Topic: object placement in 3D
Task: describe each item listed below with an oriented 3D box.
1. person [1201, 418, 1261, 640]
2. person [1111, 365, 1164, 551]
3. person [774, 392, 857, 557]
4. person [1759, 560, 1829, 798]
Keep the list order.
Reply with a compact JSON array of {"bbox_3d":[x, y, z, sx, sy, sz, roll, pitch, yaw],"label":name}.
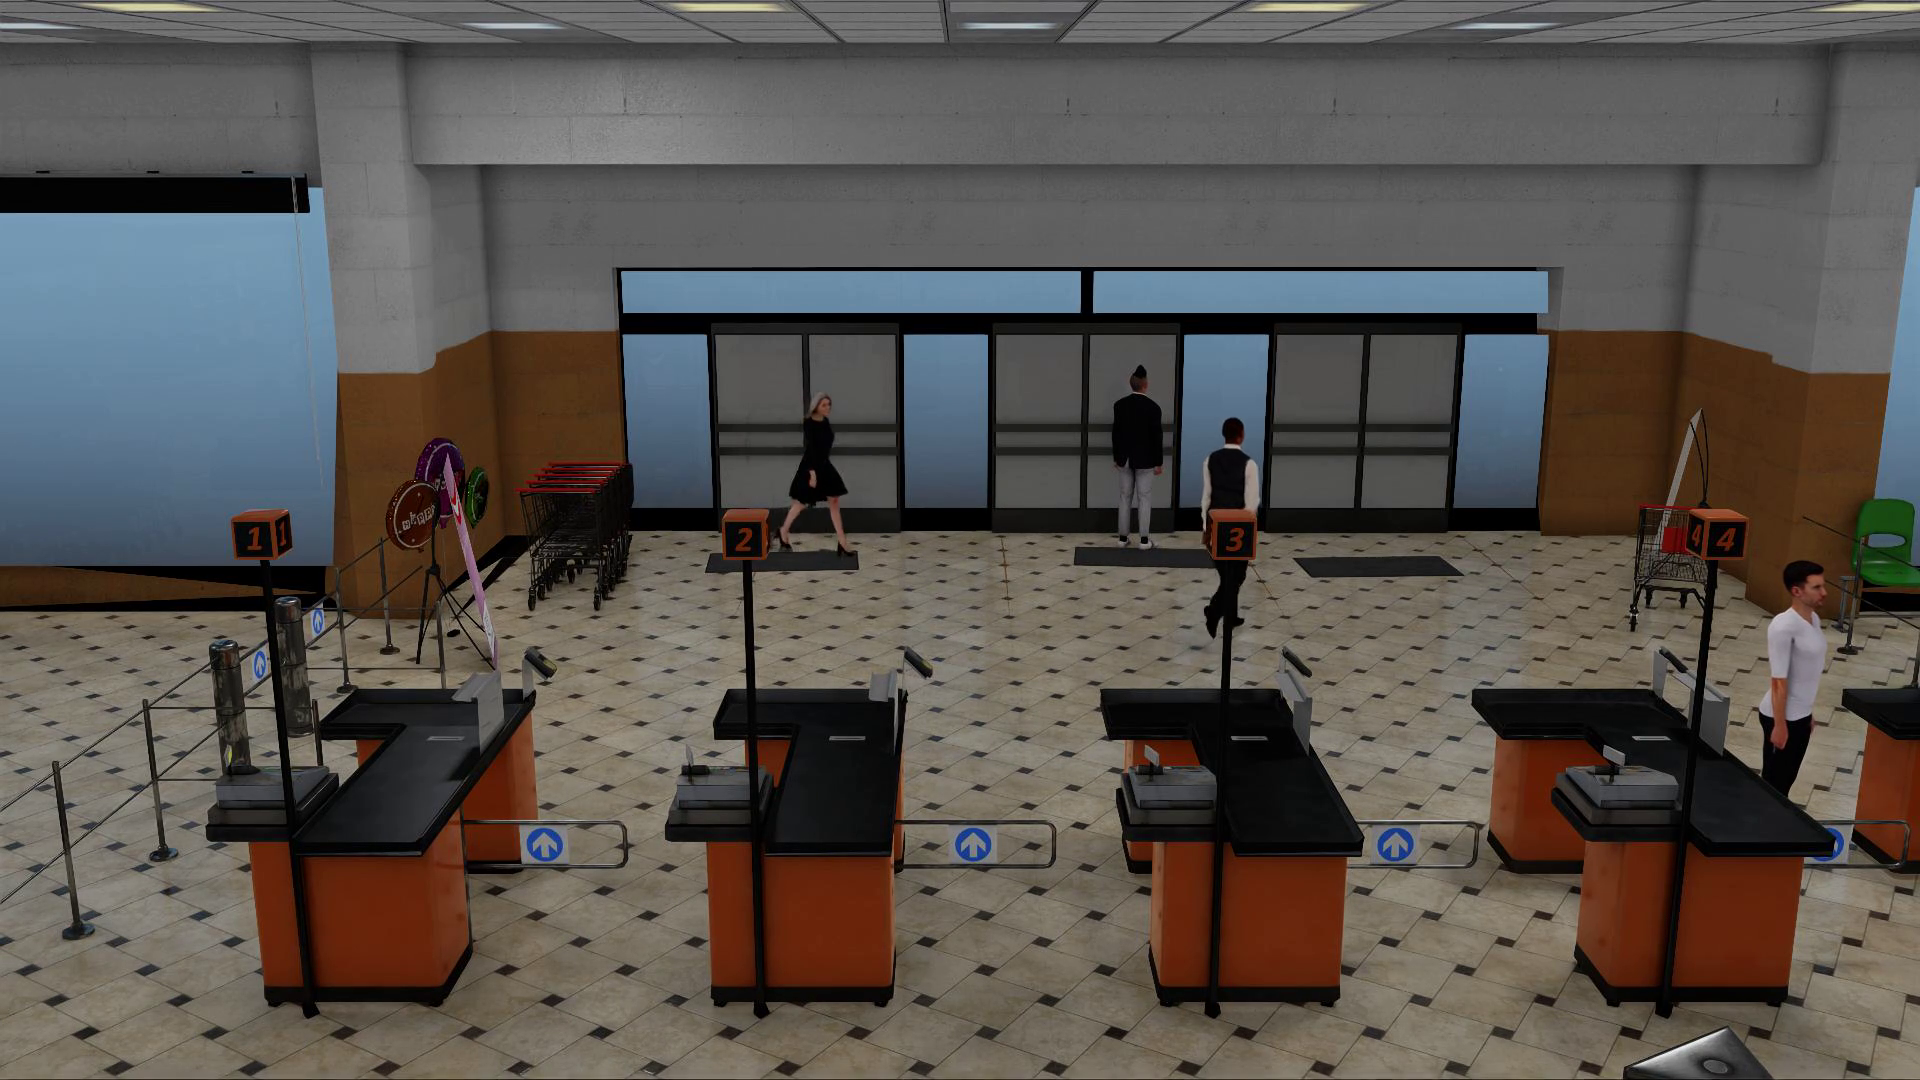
[{"bbox_3d":[2.272,-0.081,14.248,1.079,1.898,1.209,10,17,35],"label":"person"},{"bbox_3d":[1.844,-0.872,17.402,0.798,1.950,0.774,7,15,27],"label":"person"},{"bbox_3d":[-1.552,-0.653,17.038,1.070,1.694,1.216,6,15,24],"label":"person"},{"bbox_3d":[4.883,1.018,9.819,0.754,1.851,0.802,-12,18,-40],"label":"person"}]
